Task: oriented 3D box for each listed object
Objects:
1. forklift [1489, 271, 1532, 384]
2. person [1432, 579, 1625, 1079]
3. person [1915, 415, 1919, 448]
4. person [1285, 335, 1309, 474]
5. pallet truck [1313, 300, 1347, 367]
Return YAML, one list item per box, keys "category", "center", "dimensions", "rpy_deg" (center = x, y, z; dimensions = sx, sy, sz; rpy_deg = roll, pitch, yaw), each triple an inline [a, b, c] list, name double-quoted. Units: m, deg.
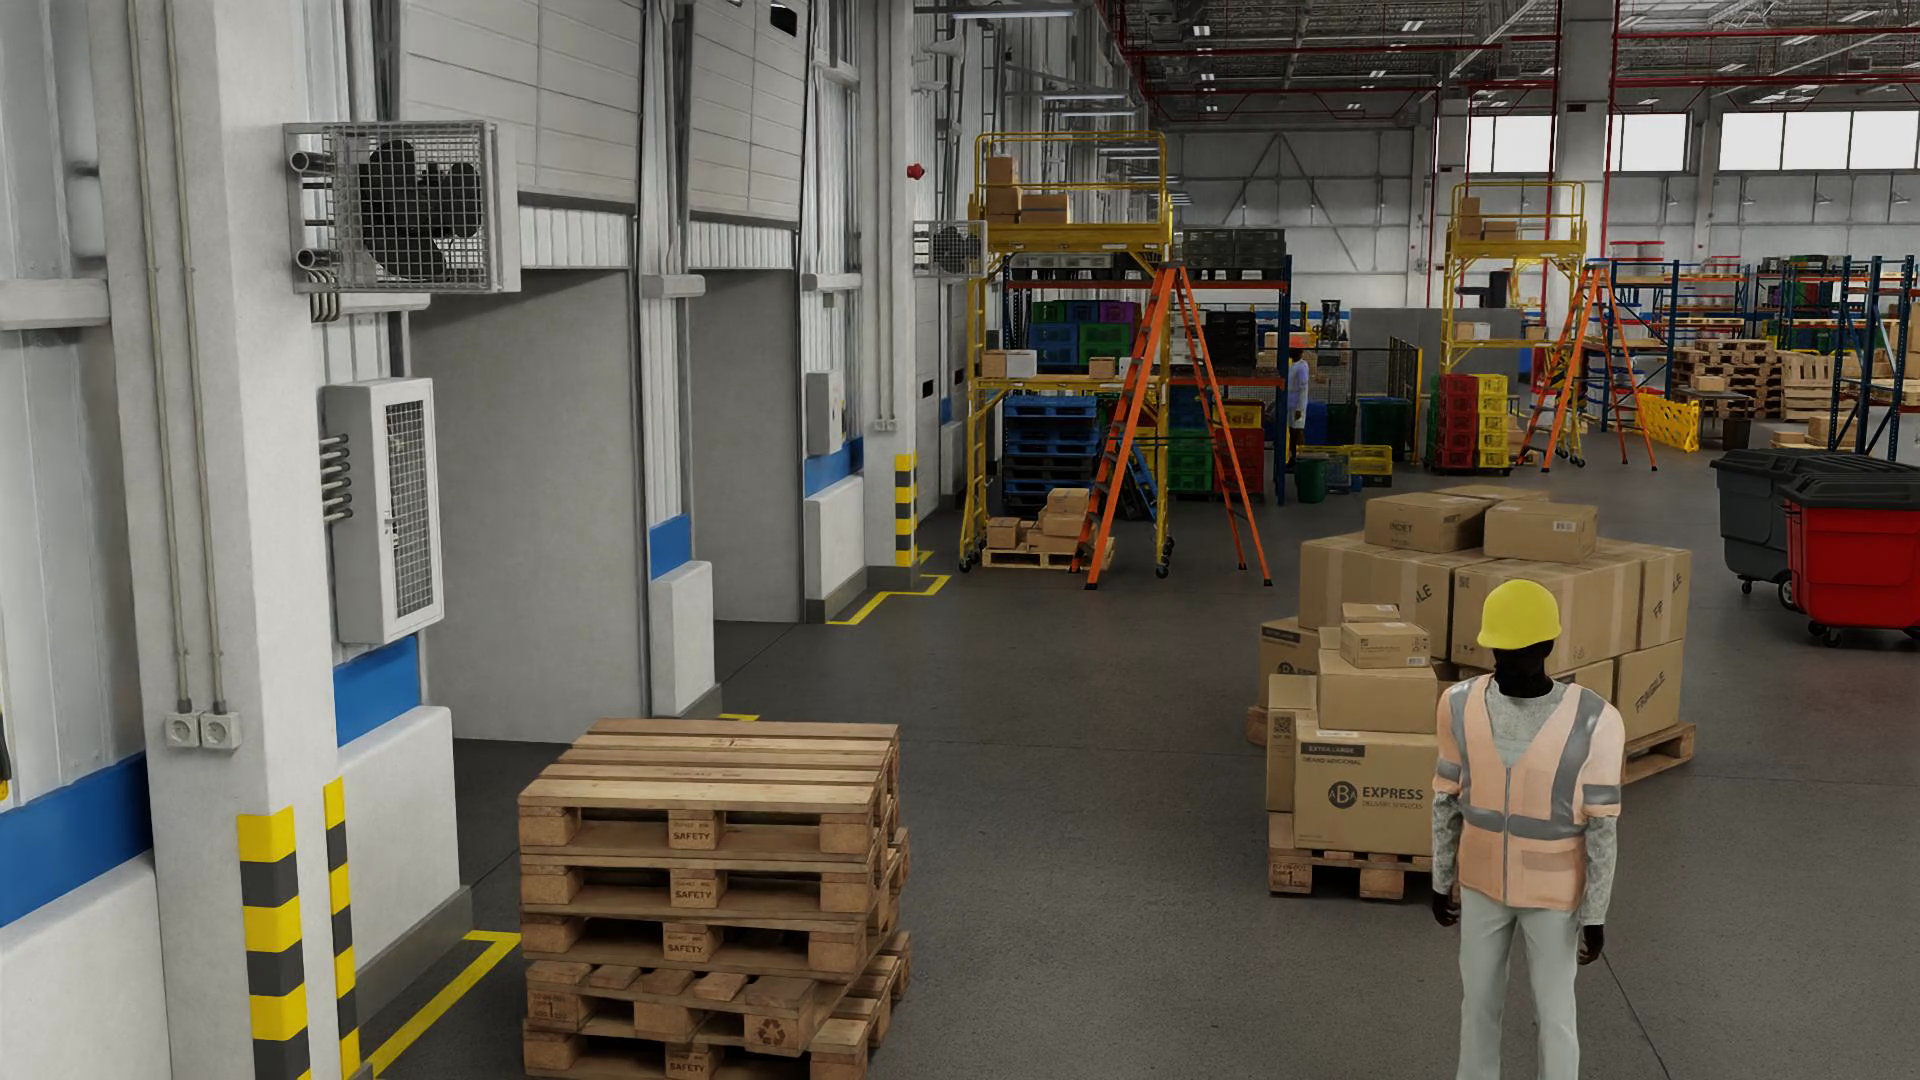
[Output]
- category: "forklift"
  center: [13.426, -5.323, 41.594]
  dimensions: [1.873, 2.768, 1.129]
  rpy_deg: [1, 9, 9]
- category: "person"
  center: [1.729, 1.064, 5.169]
  dimensions: [0.584, 1.920, 0.395]
  rpy_deg: [7, 12, 38]
- category: "person"
  center: [15.600, -2.331, 26.668]
  dimensions: [0.322, 1.738, 0.486]
  rpy_deg: [8, 12, 42]
- category: "person"
  center: [4.703, -1.900, 23.372]
  dimensions: [0.347, 1.943, 0.544]
  rpy_deg: [-1, 9, -7]
- category: "pallet truck"
  center: [11.159, -6.200, 49.718]
  dimensions: [0.823, 1.965, 1.885]
  rpy_deg: [4, 10, 26]
